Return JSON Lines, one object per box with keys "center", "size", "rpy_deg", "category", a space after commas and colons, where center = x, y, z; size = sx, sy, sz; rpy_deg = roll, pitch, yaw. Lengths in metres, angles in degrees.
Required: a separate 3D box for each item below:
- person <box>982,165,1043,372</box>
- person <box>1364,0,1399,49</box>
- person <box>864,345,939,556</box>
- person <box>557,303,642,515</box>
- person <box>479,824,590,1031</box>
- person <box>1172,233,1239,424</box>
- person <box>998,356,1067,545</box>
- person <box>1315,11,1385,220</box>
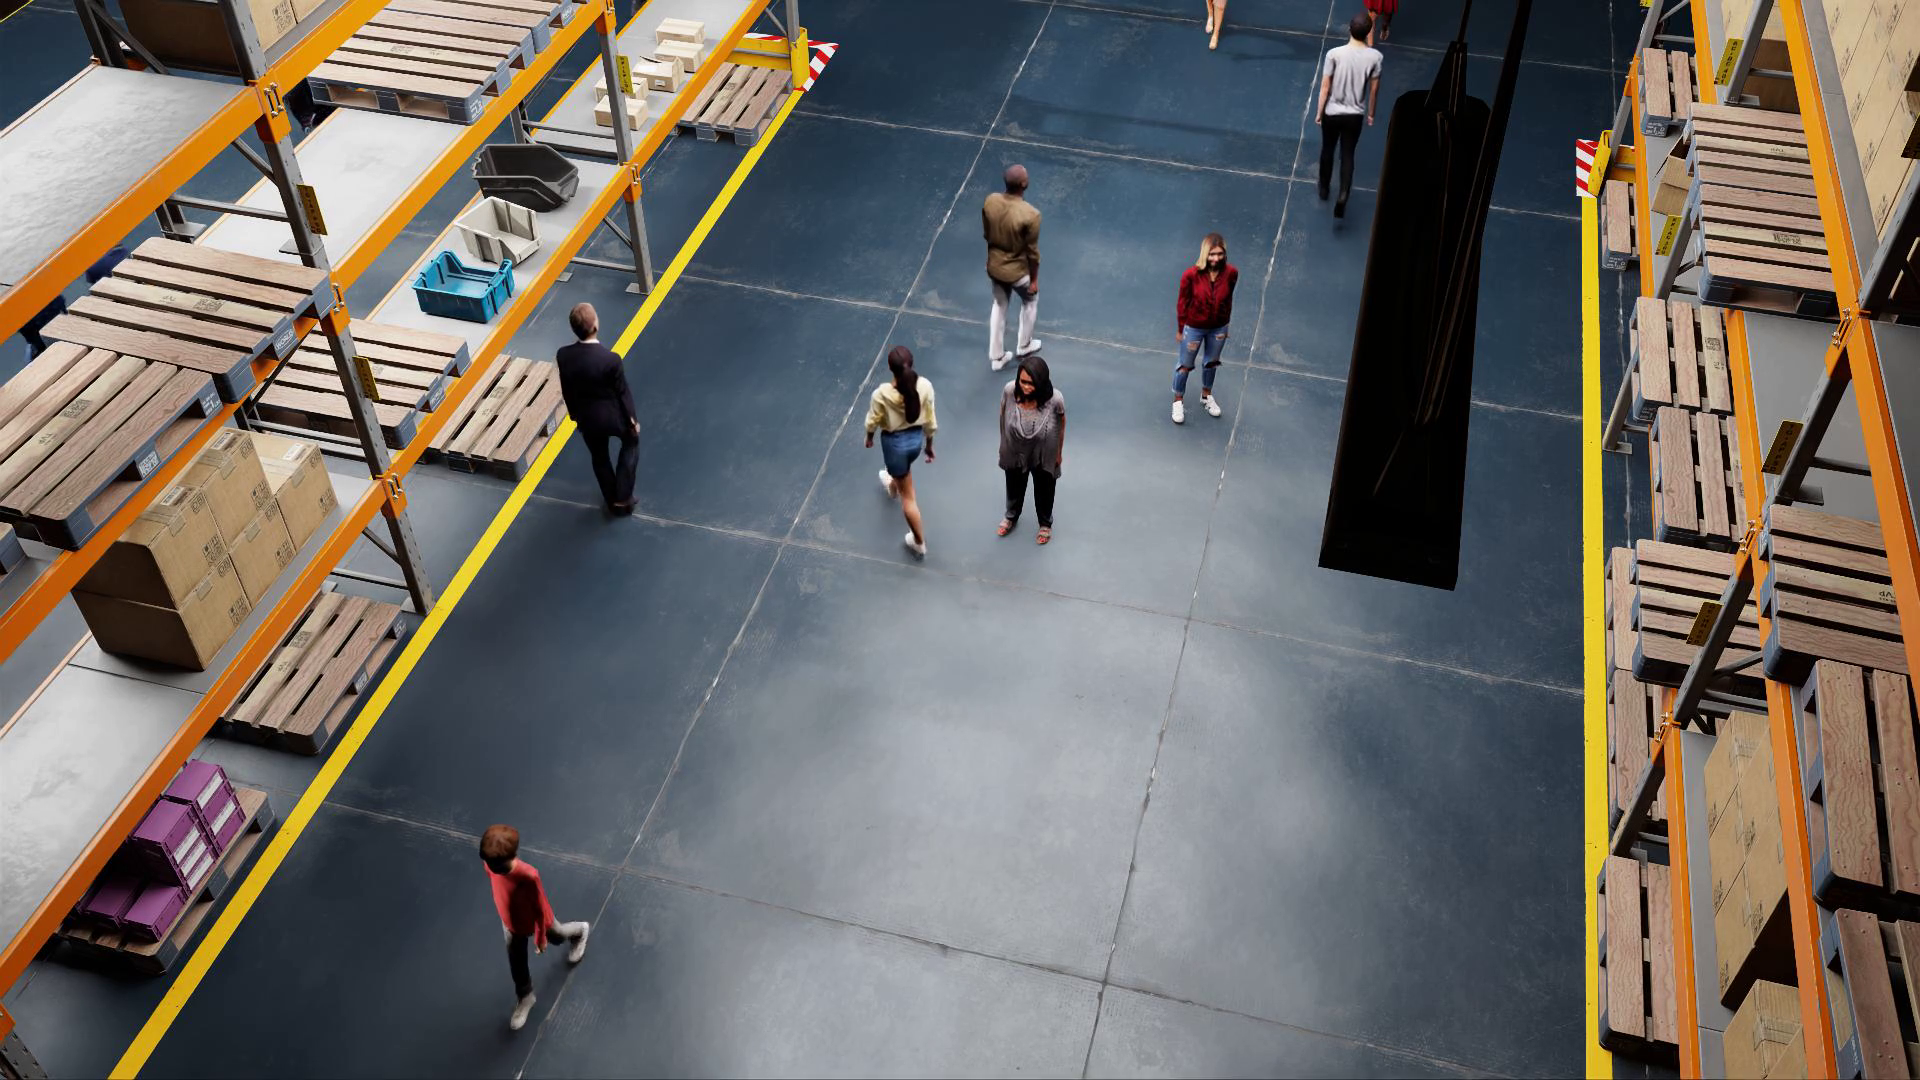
{"center": [0.358, -2.092, 13.132], "size": [0.867, 1.815, 0.890], "rpy_deg": [25, 49, 24], "category": "person"}
{"center": [4.389, -5.771, 17.194], "size": [0.592, 1.538, 0.842], "rpy_deg": [15, 46, 16], "category": "person"}
{"center": [-0.377, -0.599, 11.734], "size": [1.112, 1.581, 1.186], "rpy_deg": [-20, 47, -20], "category": "person"}
{"center": [-2.576, -0.868, 11.851], "size": [0.719, 1.810, 0.653], "rpy_deg": [8, 44, 8], "category": "person"}
{"center": [-2.332, 2.003, 9.137], "size": [0.553, 1.396, 0.948], "rpy_deg": [13, 45, 13], "category": "person"}
{"center": [1.878, -1.647, 12.794], "size": [0.683, 1.636, 0.690], "rpy_deg": [-10, 44, -10], "category": "person"}
{"center": [0.513, -0.665, 11.784], "size": [0.615, 1.609, 0.636], "rpy_deg": [11, 45, 12], "category": "person"}
{"center": [3.427, -3.755, 14.859], "size": [0.752, 1.841, 1.096], "rpy_deg": [5, 44, 6], "category": "person"}
